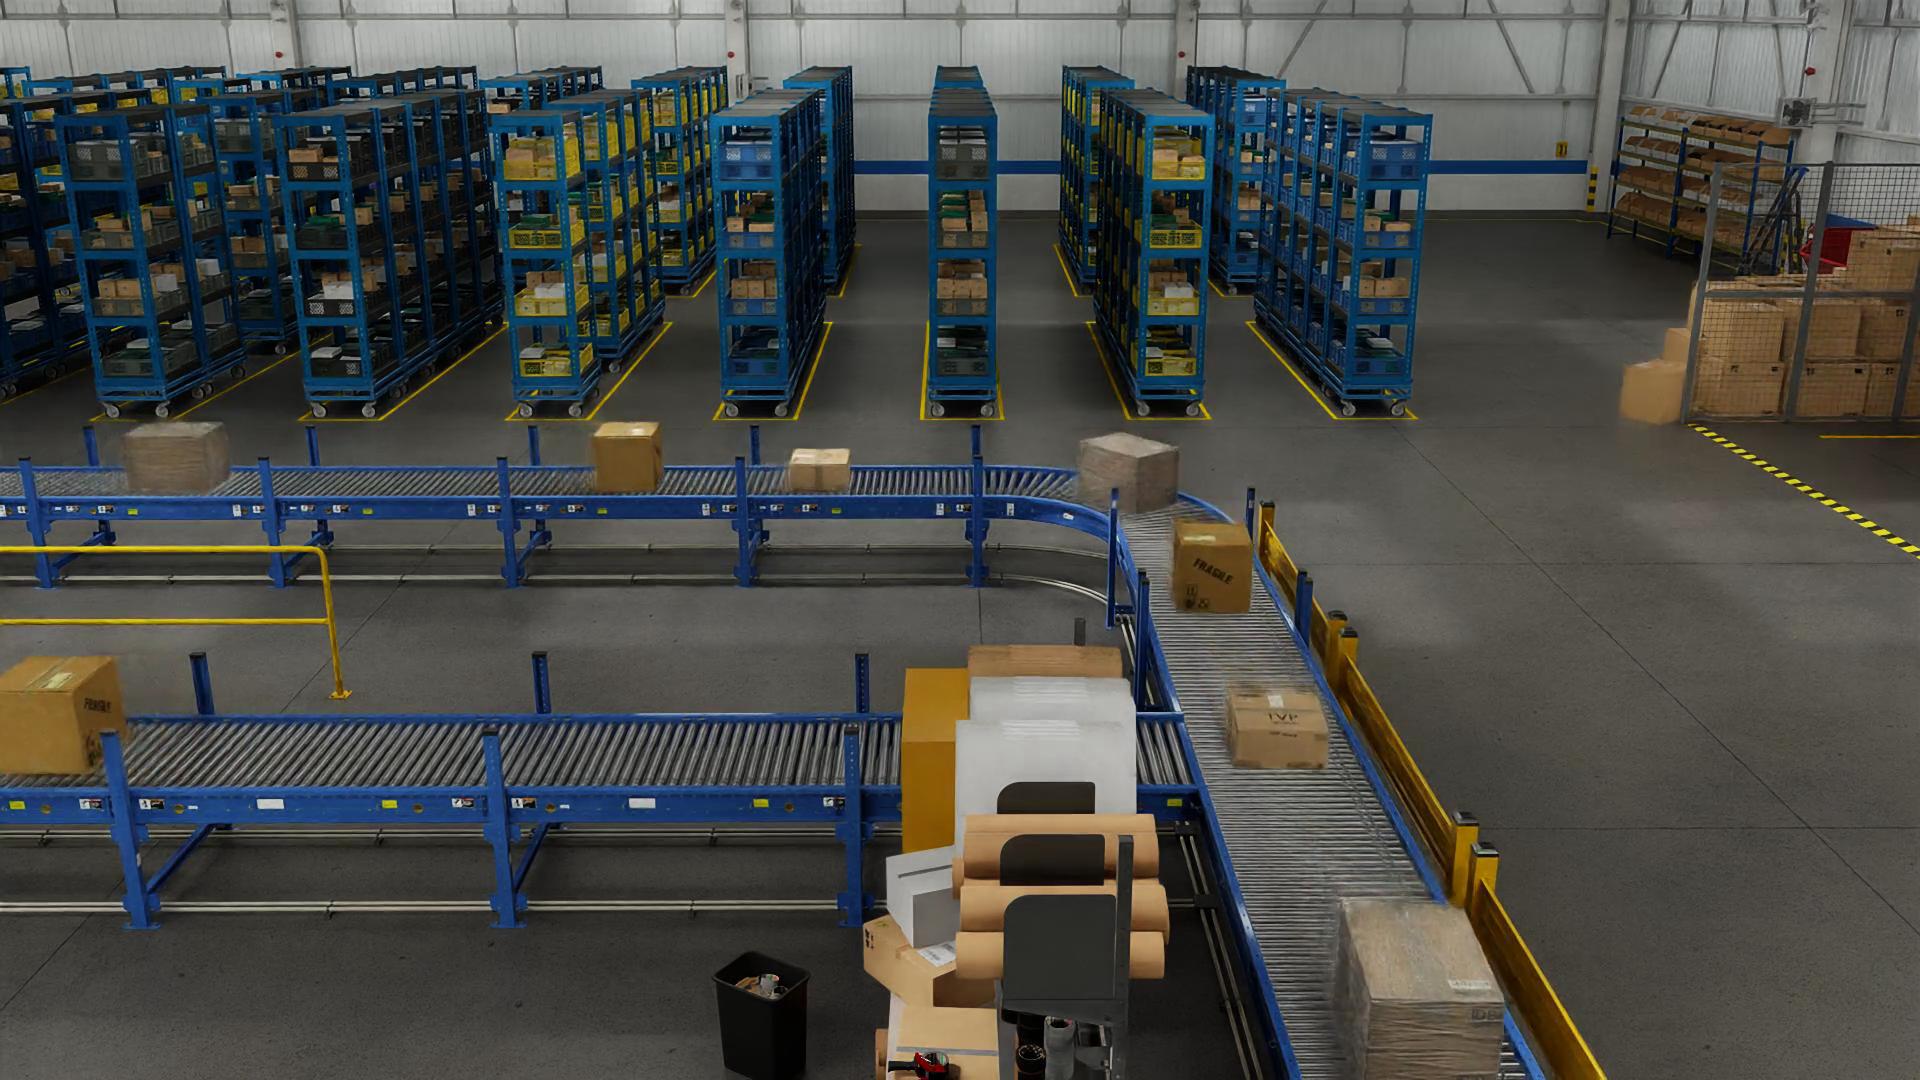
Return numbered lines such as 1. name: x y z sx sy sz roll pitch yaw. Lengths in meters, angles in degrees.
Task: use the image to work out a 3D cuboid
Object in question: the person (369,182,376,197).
1. person: -12.752 -7.584 36.011 0.389 1.846 0.567 15 23 39
